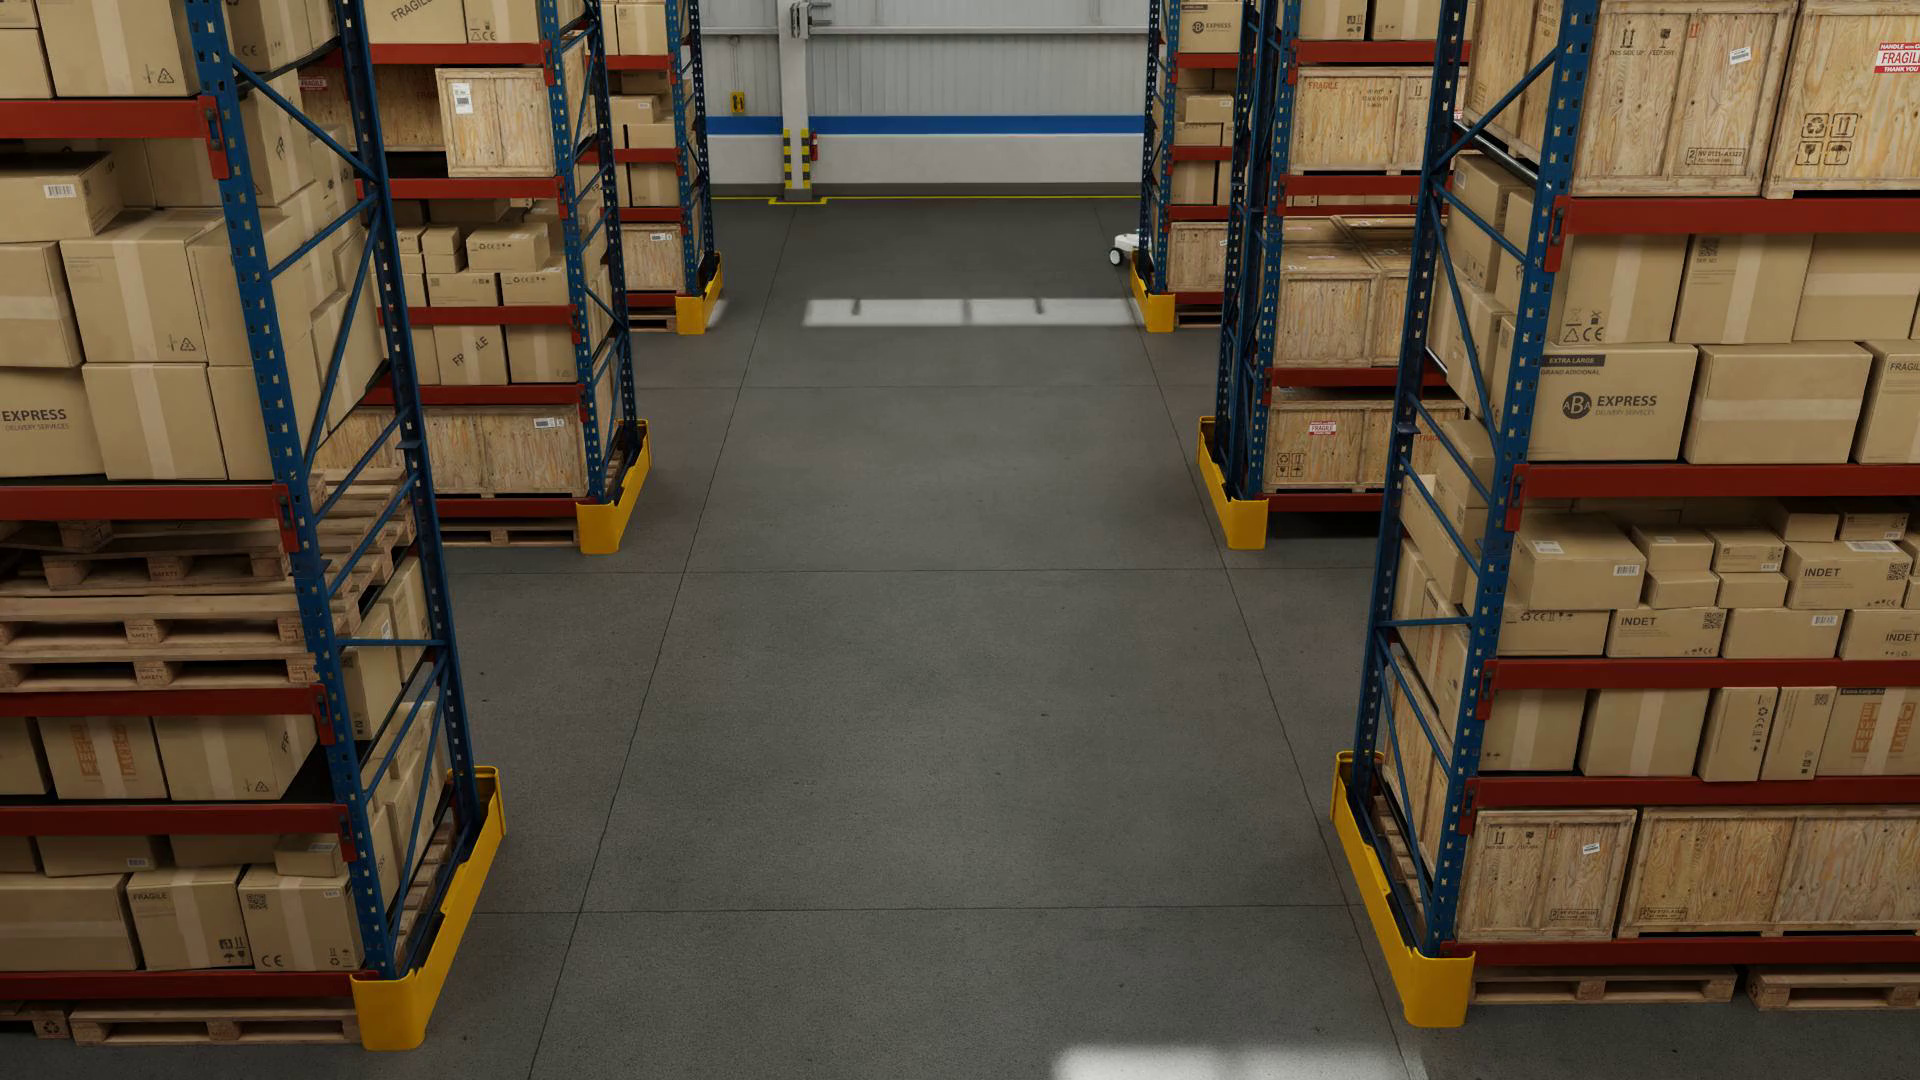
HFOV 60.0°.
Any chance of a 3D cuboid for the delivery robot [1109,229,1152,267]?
[{"bbox_3d":[2.526,-4.222,24.495,0.667,0.536,0.754,-20,32,-37],"label":"delivery robot"}]
